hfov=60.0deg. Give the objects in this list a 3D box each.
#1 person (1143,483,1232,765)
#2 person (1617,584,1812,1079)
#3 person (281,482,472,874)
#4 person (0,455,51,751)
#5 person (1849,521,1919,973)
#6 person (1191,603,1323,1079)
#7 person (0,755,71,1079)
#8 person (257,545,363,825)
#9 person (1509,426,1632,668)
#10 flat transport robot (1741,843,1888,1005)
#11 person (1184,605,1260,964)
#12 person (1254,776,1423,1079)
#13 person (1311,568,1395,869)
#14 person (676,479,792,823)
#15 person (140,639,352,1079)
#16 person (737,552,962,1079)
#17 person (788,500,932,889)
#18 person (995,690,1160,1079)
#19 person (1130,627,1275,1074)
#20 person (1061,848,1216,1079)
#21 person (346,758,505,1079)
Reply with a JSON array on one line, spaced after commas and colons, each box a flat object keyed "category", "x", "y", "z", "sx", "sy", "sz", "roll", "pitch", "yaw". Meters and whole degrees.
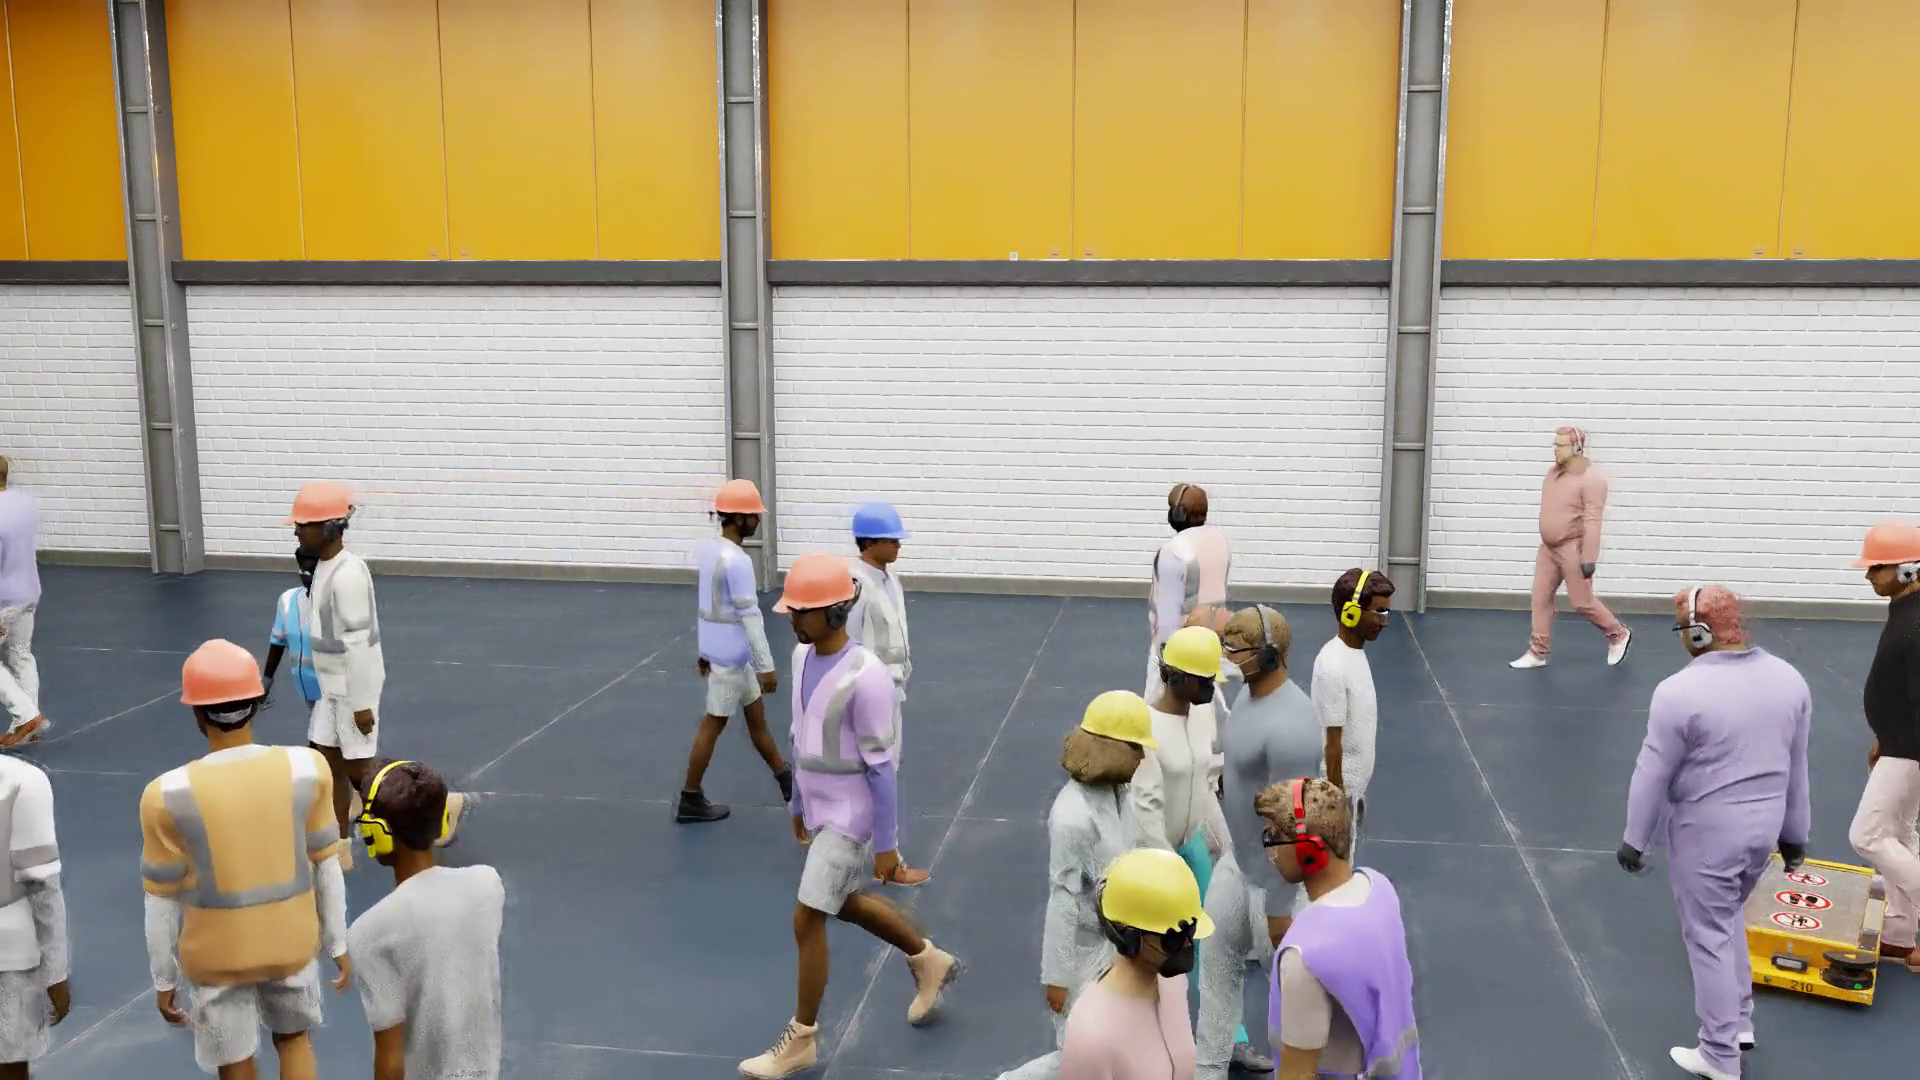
[{"category": "person", "x": 1.331, "y": 0.581, "z": 9.568, "sx": 0.632, "sy": 1.827, "sz": 0.517, "roll": -9, "pitch": 13, "yaw": -44}, {"category": "person", "x": 2.814, "y": 1.094, "z": 6.254, "sx": 0.660, "sy": 1.878, "sz": 0.554, "roll": -3, "pitch": 10, "yaw": -20}, {"category": "person", "x": -2.955, "y": 0.694, "z": 8.308, "sx": 0.806, "sy": 2.016, "sz": 0.615, "roll": -5, "pitch": 11, "yaw": -29}, {"category": "person", "x": -6.029, "y": 0.387, "z": 10.472, "sx": 0.421, "sy": 1.922, "sz": 0.634, "roll": 0, "pitch": 9, "yaw": 0}, {"category": "person", "x": 4.075, "y": 0.901, "z": 7.198, "sx": 0.514, "sy": 1.964, "sz": 0.620, "roll": 5, "pitch": 11, "yaw": 29}, {"category": "person", "x": 1.149, "y": 1.152, "z": 5.836, "sx": 0.943, "sy": 1.906, "sz": 0.644, "roll": -1, "pitch": 9, "yaw": -5}, {"category": "person", "x": -3.004, "y": 1.270, "z": 5.041, "sx": 0.583, "sy": 1.916, "sz": 0.506, "roll": -2, "pitch": 9, "yaw": -13}, {"category": "person", "x": -3.398, "y": 0.798, "z": 8.771, "sx": 0.586, "sy": 1.639, "sz": 0.871, "roll": 5, "pitch": 11, "yaw": 29}, {"category": "person", "x": 4.684, "y": 0.061, "z": 12.649, "sx": 0.869, "sy": 1.878, "sz": 0.651, "roll": -3, "pitch": 10, "yaw": -16}, {"category": "flat transport robot", "x": 3.802, "y": 1.690, "z": 7.518, "sx": 0.652, "sy": 0.197, "sz": 1.431, "roll": 6, "pitch": 11, "yaw": 31}, {"category": "person", "x": 1.035, "y": 1.067, "z": 7.291, "sx": 0.866, "sy": 1.588, "sz": 0.519, "roll": 1, "pitch": 9, "yaw": 4}, {"category": "person", "x": 1.002, "y": 1.473, "z": 4.195, "sx": 0.934, "sy": 1.798, "sz": 0.600, "roll": 5, "pitch": 11, "yaw": 29}, {"category": "person", "x": 1.560, "y": 1.030, "z": 6.690, "sx": 0.328, "sy": 1.865, "sz": 0.517, "roll": 3, "pitch": 10, "yaw": 17}, {"category": "person", "x": -1.153, "y": 0.609, "z": 9.183, "sx": 0.963, "sy": 1.887, "sz": 0.576, "roll": -4, "pitch": 10, "yaw": -22}, {"category": "person", "x": -2.186, "y": 1.254, "z": 5.121, "sx": 0.578, "sy": 1.922, "sz": 0.413, "roll": -6, "pitch": 11, "yaw": -34}, {"category": "person", "x": -0.404, "y": 1.015, "z": 6.366, "sx": 0.959, "sy": 2.004, "sz": 0.612, "roll": -5, "pitch": 11, "yaw": -30}, {"category": "person", "x": -0.512, "y": 0.748, "z": 8.219, "sx": 0.736, "sy": 1.930, "sz": 0.608, "roll": 3, "pitch": 10, "yaw": 19}, {"category": "person", "x": 0.363, "y": 1.314, "z": 5.400, "sx": 0.593, "sy": 1.707, "sz": 0.502, "roll": 5, "pitch": 10, "yaw": 27}, {"category": "person", "x": 0.840, "y": 1.175, "z": 6.246, "sx": 0.528, "sy": 1.723, "sz": 0.797, "roll": -9, "pitch": 13, "yaw": -44}, {"category": "person", "x": 0.323, "y": 1.539, "z": 3.935, "sx": 0.789, "sy": 1.742, "sz": 0.529, "roll": 7, "pitch": 11, "yaw": 36}, {"category": "person", "x": -1.383, "y": 1.449, "z": 4.259, "sx": 1.003, "sy": 1.812, "sz": 0.482, "roll": 6, "pitch": 11, "yaw": 35}]
